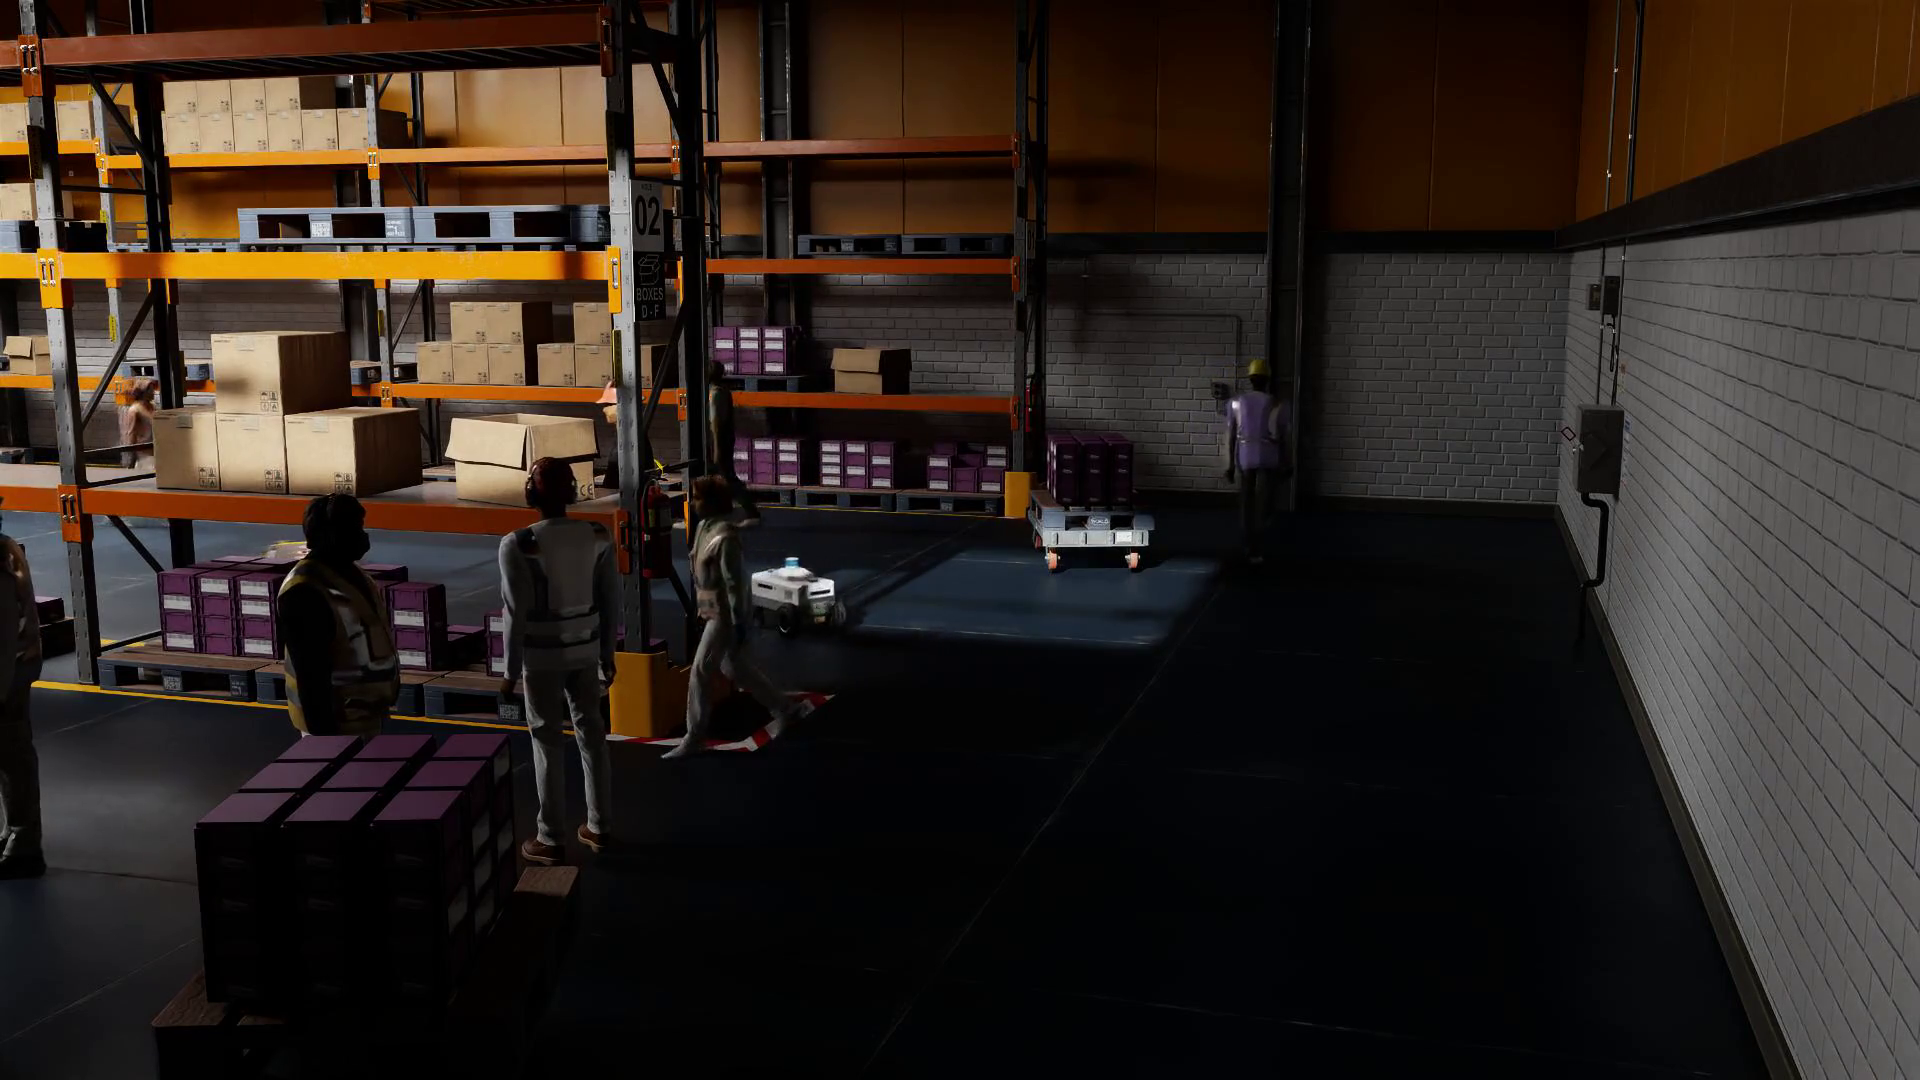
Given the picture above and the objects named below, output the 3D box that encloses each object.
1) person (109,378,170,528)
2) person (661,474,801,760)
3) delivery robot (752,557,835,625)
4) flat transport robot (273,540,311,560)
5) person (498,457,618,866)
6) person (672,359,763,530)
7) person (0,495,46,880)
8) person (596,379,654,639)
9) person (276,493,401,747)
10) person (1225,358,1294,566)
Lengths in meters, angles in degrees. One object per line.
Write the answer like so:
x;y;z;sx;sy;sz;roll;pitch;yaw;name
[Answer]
-8.576;-0.905;17.445;0.886;1.593;0.505;-1;9;-3;person
-1.293;0.414;9.393;0.804;1.607;0.522;-4;10;-23;person
-1.259;0.374;12.516;0.477;0.478;0.707;-8;12;-41;delivery robot
-5.804;0.185;14.819;0.652;0.197;1.431;-3;10;-19;flat transport robot
-1.841;0.554;7.662;0.583;1.882;0.337;-8;13;-42;person
-2.507;-0.980;17.288;0.939;1.803;0.525;2;9;11;person
-4.355;0.613;7.490;0.403;1.824;0.589;-5;11;-27;person
-2.280;-0.119;11.428;0.382;1.995;0.612;-1;9;-9;person
-2.487;0.725;6.753;0.429;1.845;0.622;0;9;-3;person
2.805;-0.739;15.496;0.598;1.898;0.799;4;10;24;person
